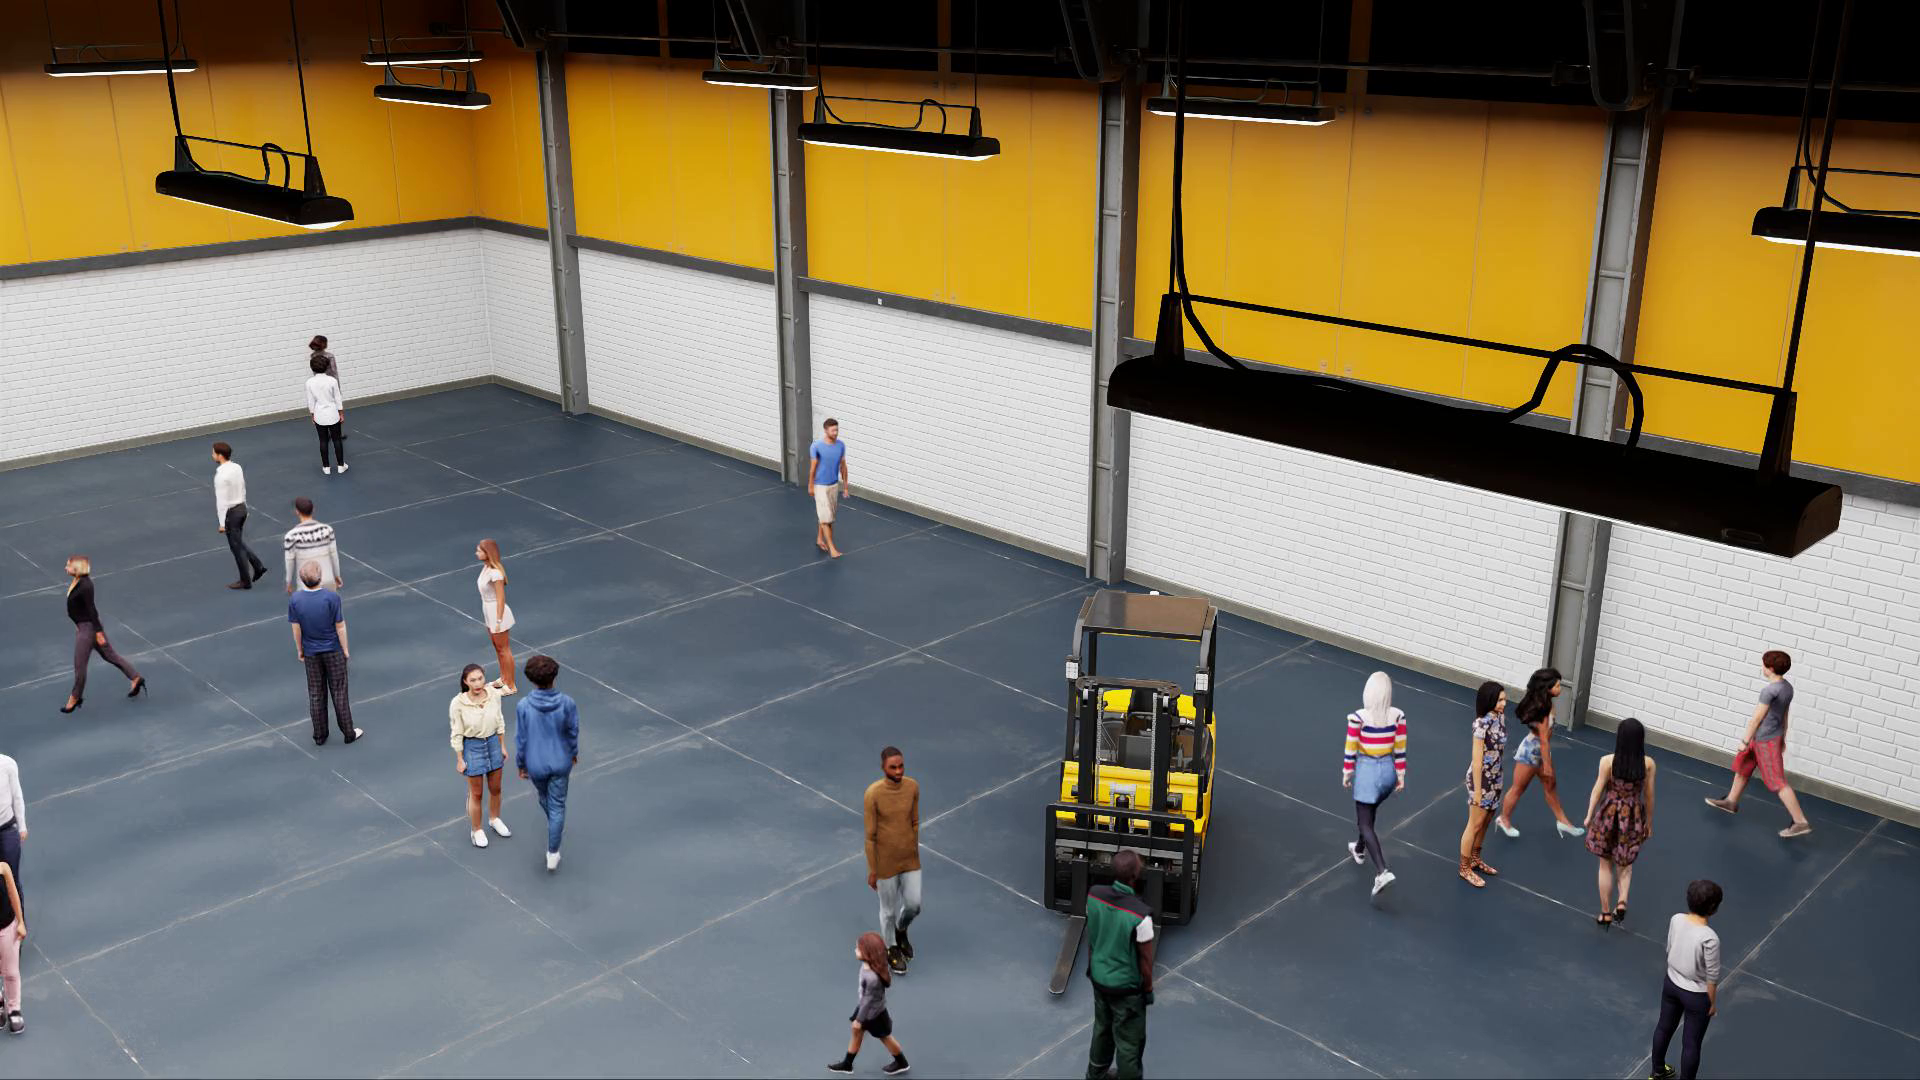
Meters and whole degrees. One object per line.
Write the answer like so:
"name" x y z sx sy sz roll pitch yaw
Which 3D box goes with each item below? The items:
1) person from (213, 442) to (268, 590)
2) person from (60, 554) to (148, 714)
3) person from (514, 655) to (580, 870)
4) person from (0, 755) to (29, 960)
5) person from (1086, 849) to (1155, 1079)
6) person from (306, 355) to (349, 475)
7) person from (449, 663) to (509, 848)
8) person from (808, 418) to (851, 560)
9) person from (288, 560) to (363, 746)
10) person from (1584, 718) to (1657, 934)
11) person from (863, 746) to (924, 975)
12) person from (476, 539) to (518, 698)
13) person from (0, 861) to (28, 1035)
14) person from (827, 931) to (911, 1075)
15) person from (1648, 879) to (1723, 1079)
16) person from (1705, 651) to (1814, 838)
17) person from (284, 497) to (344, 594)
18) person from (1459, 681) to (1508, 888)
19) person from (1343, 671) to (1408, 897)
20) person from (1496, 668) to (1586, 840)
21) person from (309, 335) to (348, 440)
"person" -8.710 -0.287 20.161 0.901 1.861 0.846 1 19 4
"person" -8.716 0.938 16.897 0.845 1.623 1.040 -11 21 -29
"person" -3.427 1.888 13.855 1.100 1.763 1.211 -3 19 -8
"person" -7.423 2.219 12.771 0.954 1.828 1.316 -8 20 -22
"person" 1.036 2.864 10.846 0.726 1.834 0.512 -17 25 -41
"person" -9.530 -1.898 25.025 0.727 1.810 0.744 -5 19 -14
"person" -4.119 1.809 14.289 0.661 1.636 0.619 -15 24 -38
"person" -1.779 -0.709 21.475 0.800 1.822 1.204 -11 22 -30
"person" -6.154 1.082 16.078 0.730 1.871 0.768 -1 19 -4
"person" 5.101 2.243 12.803 0.804 1.761 0.865 0 19 0
"person" -0.531 2.353 12.407 0.739 1.805 0.762 -9 21 -25
"person" -4.798 0.783 17.241 0.696 1.696 0.589 -9 21 -25
"person" -6.806 2.722 11.700 0.581 1.559 0.637 -12 22 -32
"person" -0.535 3.145 11.192 0.764 1.081 0.783 -4 19 -13
"person" 4.810 2.961 11.000 0.669 1.551 0.532 -8 20 -22
"person" 7.069 1.788 14.380 1.152 1.618 0.560 17 25 42
"person" -6.985 0.442 18.004 0.741 1.856 0.669 -14 23 -35
"person" 4.307 1.976 13.642 0.525 1.733 0.610 16 24 39
"person" 3.408 2.005 13.521 1.120 1.756 1.278 -3 19 -10
"person" 4.839 1.843 14.245 1.033 1.599 0.801 8 20 23
"person" -10.222 -2.458 26.836 0.635 1.715 0.721 3 19 10
